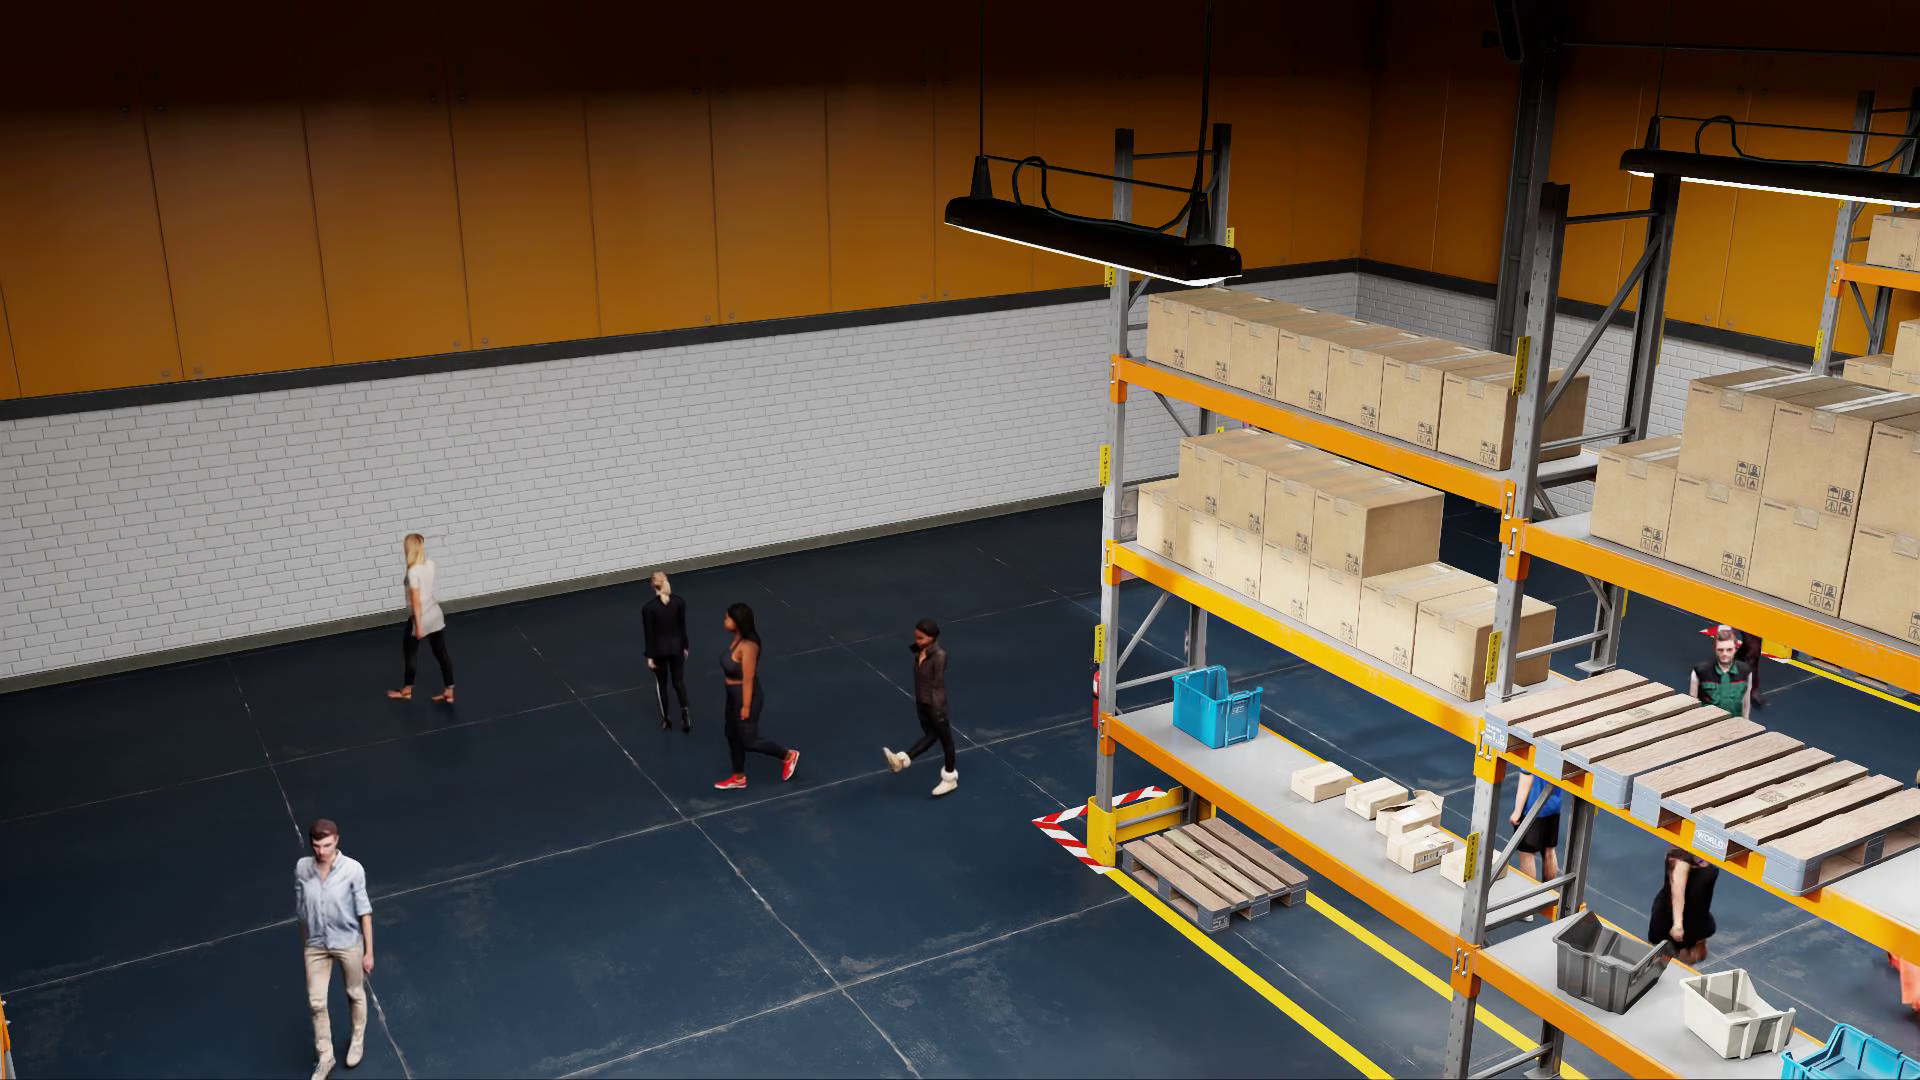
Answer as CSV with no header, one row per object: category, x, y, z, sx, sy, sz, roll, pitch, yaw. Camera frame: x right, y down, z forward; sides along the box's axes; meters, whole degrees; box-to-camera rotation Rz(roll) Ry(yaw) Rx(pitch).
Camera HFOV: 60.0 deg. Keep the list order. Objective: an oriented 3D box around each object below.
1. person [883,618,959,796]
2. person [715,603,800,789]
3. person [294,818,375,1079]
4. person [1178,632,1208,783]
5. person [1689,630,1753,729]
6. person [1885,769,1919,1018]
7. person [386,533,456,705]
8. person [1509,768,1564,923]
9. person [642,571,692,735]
person,-0.317,1.512,14.953,0.805,1.657,0.702,9,21,25
person,-1.856,1.423,14.991,0.857,1.800,0.995,-5,19,-15
person,-4.184,2.673,11.220,0.839,1.838,0.906,-1,19,-3
person,2.194,1.523,15.086,0.718,1.551,0.651,3,19,10
person,6.535,1.630,14.326,0.808,1.833,0.823,-1,19,-4
person,6.867,2.523,11.811,1.159,1.745,1.198,8,20,23
person,-5.300,0.820,16.774,1.040,1.805,0.988,4,19,13
person,4.525,2.069,12.969,0.653,1.867,0.580,-9,21,-25
person,-2.788,1.131,16.030,0.633,1.690,0.851,-10,21,-26
